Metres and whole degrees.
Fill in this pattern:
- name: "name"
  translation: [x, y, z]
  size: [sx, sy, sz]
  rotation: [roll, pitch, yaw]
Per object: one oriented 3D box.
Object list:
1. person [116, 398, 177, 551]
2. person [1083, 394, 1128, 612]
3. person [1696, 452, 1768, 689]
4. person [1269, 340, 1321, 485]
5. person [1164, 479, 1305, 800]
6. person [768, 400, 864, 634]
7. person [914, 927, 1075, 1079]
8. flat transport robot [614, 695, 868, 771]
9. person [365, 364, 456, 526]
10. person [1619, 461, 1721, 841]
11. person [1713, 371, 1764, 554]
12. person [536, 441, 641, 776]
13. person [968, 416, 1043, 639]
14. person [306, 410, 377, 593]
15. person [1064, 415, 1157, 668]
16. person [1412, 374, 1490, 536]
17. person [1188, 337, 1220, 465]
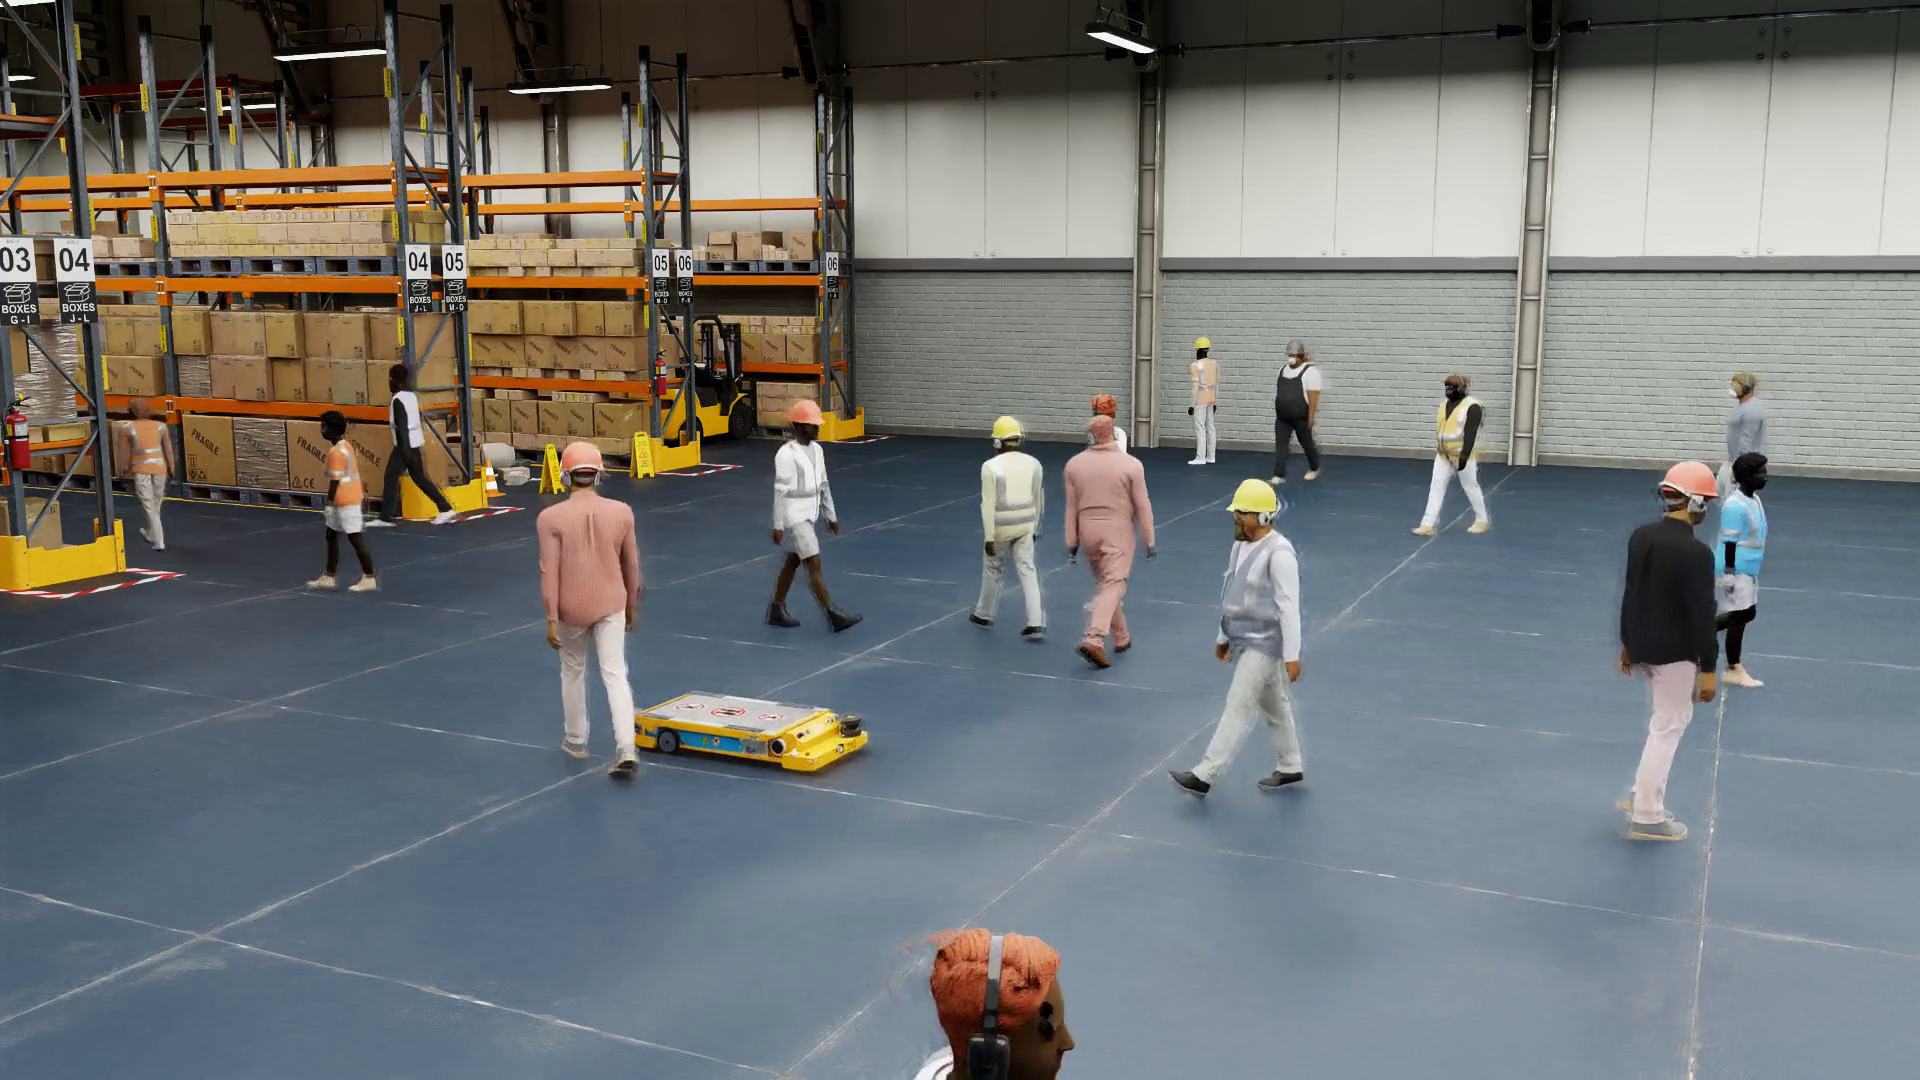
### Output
- name: "person"
  translation: [-8.596, -0.694, 17.530]
  size: [0.862, 1.591, 0.525]
  rotation: [8, 12, 41]
- name: "person"
  translation: [1.261, -0.316, 14.329]
  size: [0.359, 1.884, 0.573]
  rotation: [4, 10, 22]
- name: "person"
  translation: [5.451, 0.200, 11.796]
  size: [0.543, 1.685, 0.537]
  rotation: [8, 12, 39]
- name: "person"
  translation: [4.678, -1.802, 22.962]
  size: [0.681, 2.000, 0.982]
  rotation: [9, 13, 43]
- name: "person"
  translation: [1.554, 0.557, 9.242]
  size: [0.919, 1.788, 0.622]
  rotation: [-2, 9, -12]
- name: "person"
  translation: [-1.192, -0.184, 13.496]
  size: [0.972, 1.884, 0.572]
  rotation: [4, 10, 25]
- name: "person"
  translation: [-0.016, 1.559, 2.910]
  size: [0.750, 1.862, 0.590]
  rotation: [-1, 9, -6]
- name: "flat transport robot"
  translation: [-1.350, 1.157, 10.231]
  size: [1.431, 0.197, 0.652]
  rotation: [4, 10, 25]
- name: "person"
  translation: [-6.322, -1.081, 19.094]
  size: [0.975, 1.871, 0.600]
  rotation: [-1, 9, -3]
- name: "person"
  translation: [3.679, 0.578, 8.558]
  size: [0.495, 1.973, 0.660]
  rotation: [-2, 9, -9]
- name: "person"
  translation: [7.908, -0.757, 16.890]
  size: [0.473, 1.926, 0.645]
  rotation: [2, 9, 12]
- name: "person"
  translation: [-2.137, 0.399, 9.769]
  size: [0.629, 1.953, 0.990]
  rotation: [-5, 11, -28]
- name: "person"
  translation: [0.404, -0.103, 13.357]
  size: [0.602, 1.783, 0.956]
  rotation: [-5, 11, -29]
- name: "person"
  translation: [-5.686, -0.336, 15.093]
  size: [0.746, 1.663, 0.552]
  rotation: [-2, 10, -14]
- name: "person"
  translation: [1.091, -0.009, 12.524]
  size: [0.692, 1.857, 0.943]
  rotation: [6, 11, 31]
- name: "person"
  translation: [5.514, -0.945, 18.451]
  size: [0.953, 1.802, 0.619]
  rotation: [-5, 11, -30]
- name: "person"
  translation: [3.650, -2.088, 25.062]
  size: [0.594, 1.924, 0.383]
  rotation: [-8, 12, -41]
